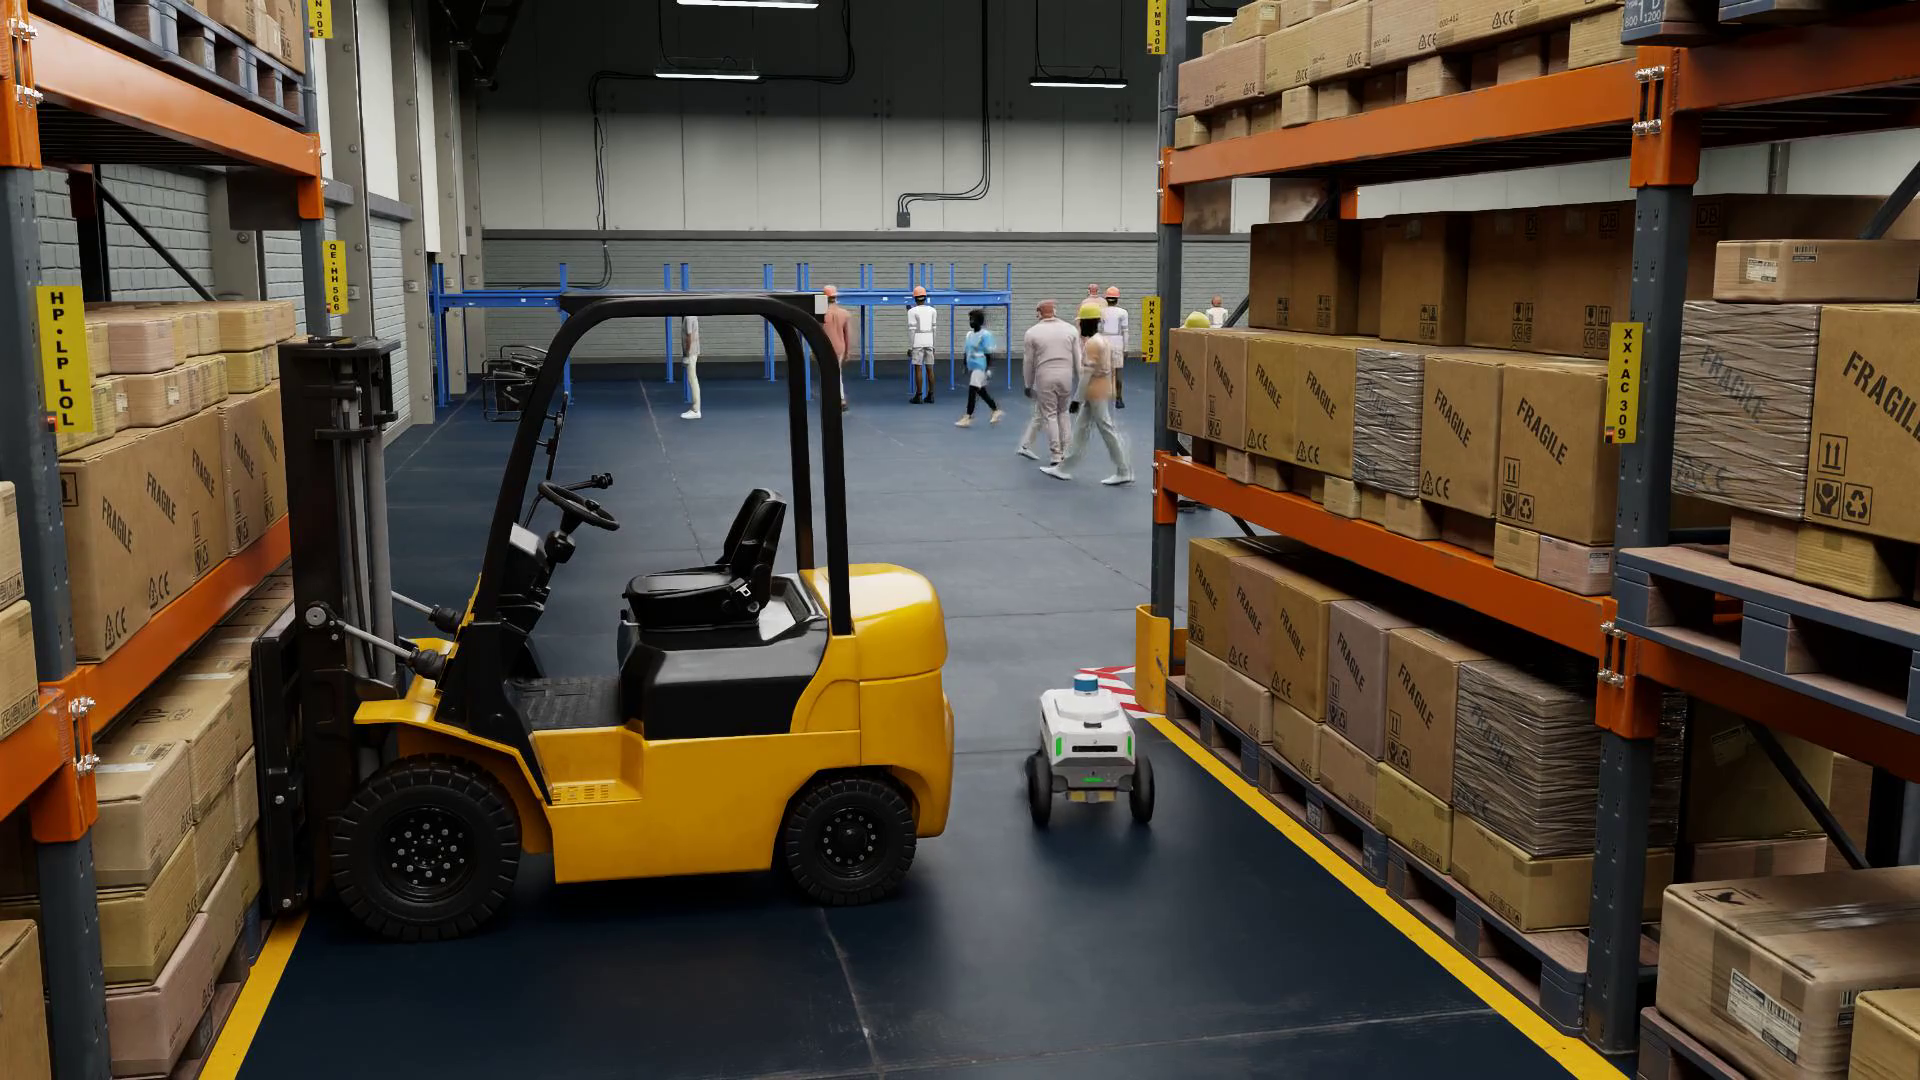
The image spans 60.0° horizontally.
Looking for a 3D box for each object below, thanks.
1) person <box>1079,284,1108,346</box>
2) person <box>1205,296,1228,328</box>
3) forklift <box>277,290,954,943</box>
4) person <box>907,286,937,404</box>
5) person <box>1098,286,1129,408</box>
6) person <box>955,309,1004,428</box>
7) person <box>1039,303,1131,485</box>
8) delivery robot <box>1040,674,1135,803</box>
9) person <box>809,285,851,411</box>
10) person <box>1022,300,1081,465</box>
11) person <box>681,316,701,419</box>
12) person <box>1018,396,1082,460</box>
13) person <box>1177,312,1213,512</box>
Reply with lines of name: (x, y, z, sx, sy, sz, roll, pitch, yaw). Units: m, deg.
person: (2.707, -4.259, 33.911, 0.636, 1.911, 0.404, -4, 10, -25)
person: (5.425, -4.339, 35.210, 0.514, 1.642, 0.314, -1, 9, -9)
forklift: (-1.179, 0.175, 6.143, 2.313, 2.155, 1.214, -2, 10, -12)
person: (-0.648, -3.241, 27.638, 0.542, 1.931, 0.376, -6, 11, -34)
person: (2.436, -3.098, 26.743, 0.548, 1.937, 0.358, 2, 9, 10)
person: (0.290, -2.443, 23.624, 0.845, 1.652, 0.538, -6, 11, -31)
person: (1.334, -1.512, 17.260, 0.986, 1.873, 0.609, 2, 9, 9)
delivery robot: (0.528, 0.807, 6.991, 0.477, 0.478, 0.707, 0, 9, -2)
person: (-1.990, -2.897, 25.411, 0.616, 1.978, 0.446, -6, 11, -30)
person: (1.059, -1.812, 19.125, 0.720, 1.861, 0.793, -2, 10, -13)
person: (-4.051, -2.757, 24.906, 0.313, 1.861, 0.512, -1, 9, -7)
person: (1.075, -1.752, 19.615, 0.840, 1.600, 0.534, -5, 11, -29)
person: (2.177, -1.188, 15.407, 0.600, 1.836, 0.404, -9, 13, -42)
